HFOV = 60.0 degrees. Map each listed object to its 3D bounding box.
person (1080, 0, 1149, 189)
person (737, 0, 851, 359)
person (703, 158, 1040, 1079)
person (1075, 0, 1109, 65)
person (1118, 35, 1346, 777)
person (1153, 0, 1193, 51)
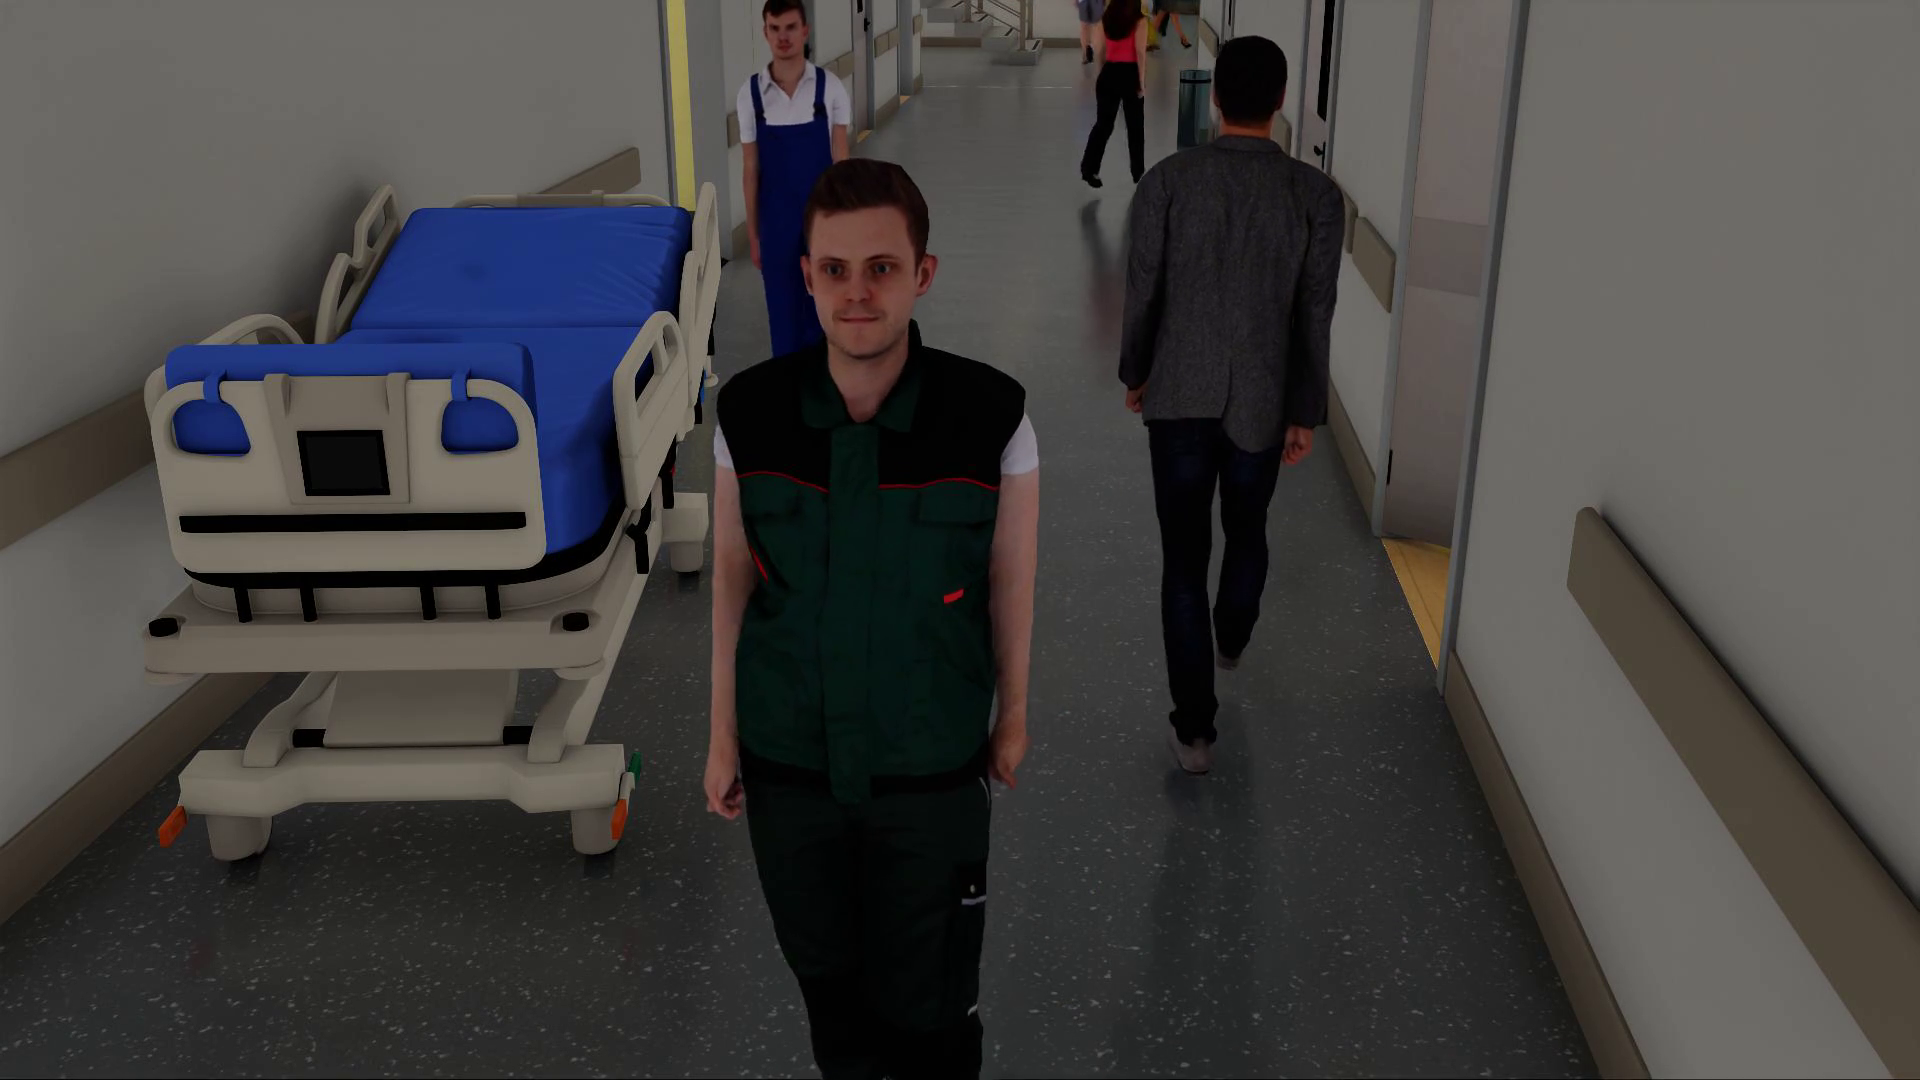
[{"bbox_3d":[1.245,-3.606,13.294,1.127,1.619,0.951,12,24,28],"label":"person"},{"bbox_3d":[-0.662,-1.331,7.010,1.241,1.815,0.892,-3,21,-8],"label":"person"},{"bbox_3d":[-0.138,0.297,2.679,0.597,1.834,0.733,3,21,9],"label":"person"},{"bbox_3d":[1.901,-7.898,24.344,0.891,1.818,0.866,7,22,18],"label":"person"},{"bbox_3d":[0.663,-0.291,4.260,1.151,1.819,0.798,1,21,1],"label":"person"},{"bbox_3d":[3.219,-8.679,26.454,1.209,1.785,1.088,13,24,31],"label":"person"}]
